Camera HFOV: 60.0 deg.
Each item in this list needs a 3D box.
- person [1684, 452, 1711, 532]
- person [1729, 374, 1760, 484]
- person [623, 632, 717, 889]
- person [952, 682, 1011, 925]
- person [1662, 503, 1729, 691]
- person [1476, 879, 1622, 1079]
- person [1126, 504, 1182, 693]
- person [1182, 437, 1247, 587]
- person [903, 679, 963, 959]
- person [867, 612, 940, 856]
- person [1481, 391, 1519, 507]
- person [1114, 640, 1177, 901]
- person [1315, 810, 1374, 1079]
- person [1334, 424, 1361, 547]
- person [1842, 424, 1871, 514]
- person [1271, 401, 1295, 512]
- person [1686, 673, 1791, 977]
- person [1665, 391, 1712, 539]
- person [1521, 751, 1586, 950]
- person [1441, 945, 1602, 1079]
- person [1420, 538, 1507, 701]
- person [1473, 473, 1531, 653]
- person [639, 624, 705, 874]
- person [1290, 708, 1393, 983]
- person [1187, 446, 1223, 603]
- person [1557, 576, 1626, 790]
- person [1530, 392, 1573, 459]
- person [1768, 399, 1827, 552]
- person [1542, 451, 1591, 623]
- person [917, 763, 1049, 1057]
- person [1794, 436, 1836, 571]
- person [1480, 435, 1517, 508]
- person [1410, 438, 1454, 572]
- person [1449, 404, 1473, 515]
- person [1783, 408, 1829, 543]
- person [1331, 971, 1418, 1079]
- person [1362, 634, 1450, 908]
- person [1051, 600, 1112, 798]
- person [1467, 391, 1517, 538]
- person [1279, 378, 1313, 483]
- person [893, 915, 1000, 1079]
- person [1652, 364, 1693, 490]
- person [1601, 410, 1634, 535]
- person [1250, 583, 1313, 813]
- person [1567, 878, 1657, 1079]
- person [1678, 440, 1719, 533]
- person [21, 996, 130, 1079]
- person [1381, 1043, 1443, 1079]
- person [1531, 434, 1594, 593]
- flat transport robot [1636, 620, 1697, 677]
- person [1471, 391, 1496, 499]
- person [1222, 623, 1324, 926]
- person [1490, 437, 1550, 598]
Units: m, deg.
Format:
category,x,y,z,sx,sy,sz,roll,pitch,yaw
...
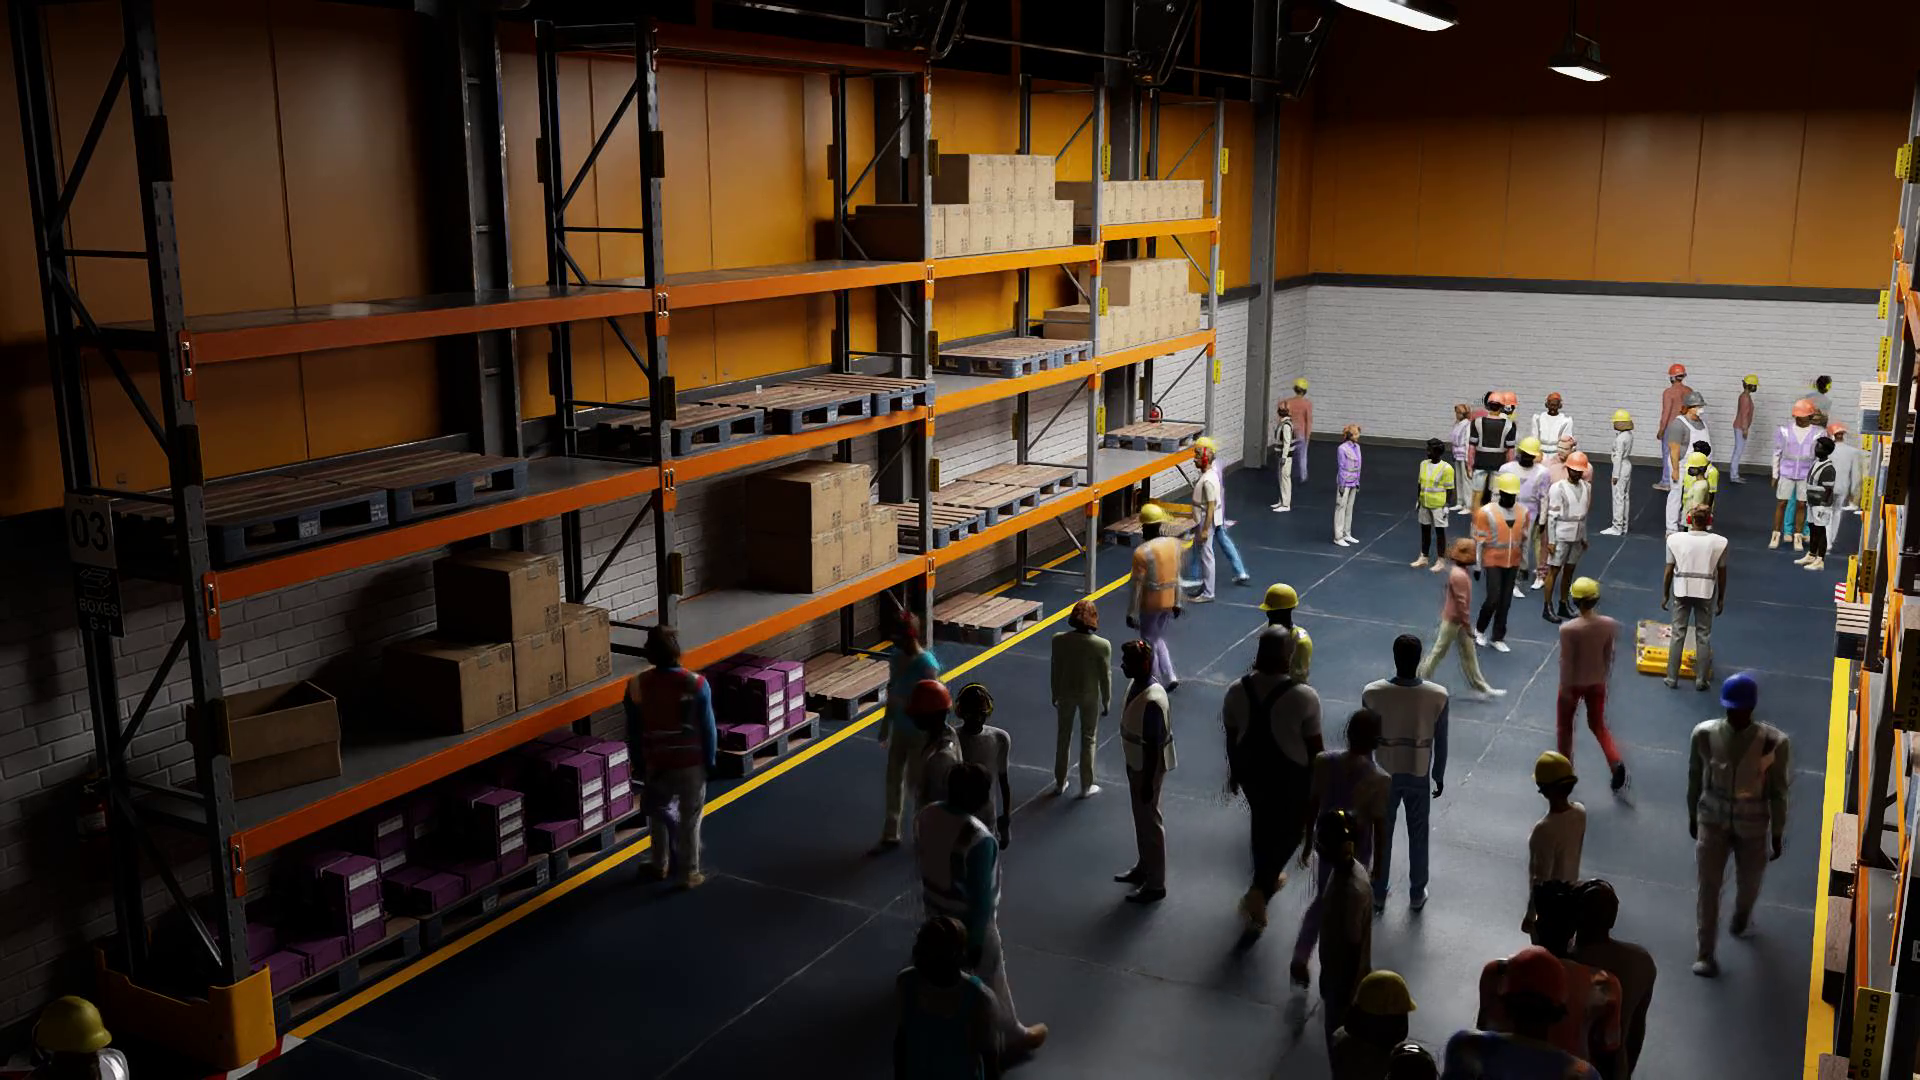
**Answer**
category,x,y,z,sx,sy,sz,roll,pitch,yaw
person,8.586,-0.157,19.459,0.339,1.761,0.524,6,14,26
person,12.622,-1.789,26.762,0.340,1.761,0.525,5,14,21
person,-2.023,1.555,11.702,0.648,1.846,0.432,2,13,8
person,0.072,1.792,10.502,0.511,1.860,0.333,-1,13,-5
person,7.086,0.556,16.075,0.564,1.839,0.390,5,14,22
person,2.578,2.435,7.372,0.613,1.964,0.361,3,13,11
person,1.818,0.597,15.715,0.625,1.910,0.415,-10,16,-38
person,3.087,-0.335,20.037,0.827,1.871,0.721,2,13,8
person,-0.158,1.790,10.356,0.387,1.929,0.547,0,13,-2
person,-0.371,1.419,12.278,0.703,1.811,0.605,-8,15,-31
person,7.483,-1.070,23.030,0.407,1.986,0.616,-3,13,-13
person,1.290,1.577,11.523,0.395,1.836,0.561,-2,13,-7
person,1.923,2.248,8.460,0.324,1.861,0.517,1,13,6
person,5.208,-0.743,22.334,0.308,1.643,0.511,10,16,37
person,13.242,-1.196,24.384,0.284,1.633,0.500,-1,13,-6
person,4.784,-1.236,24.549,0.307,1.640,0.518,1,13,7
person,4.935,1.743,10.581,0.599,1.925,0.866,7,15,30
person,9.926,-1.001,22.591,0.683,2.000,0.538,-9,15,-35
person,3.365,2.062,9.509,0.526,1.762,0.335,-12,17,-43
person,2.195,2.586,6.637,0.626,2.012,0.798,6,14,24
person,4.732,0.771,15.651,0.857,1.592,0.497,5,14,23
person,5.668,0.235,17.361,0.585,1.912,0.409,-3,13,-13
person,-2.078,1.512,11.855,0.470,1.822,0.583,0,13,1
person,2.316,1.909,10.085,0.565,1.814,0.532,11,16,40
person,2.870,-0.182,19.361,0.372,1.843,0.570,1,13,5
person,5.124,1.174,13.538,0.524,1.742,0.711,-2,13,-10
person,8.404,-1.169,23.714,0.575,1.880,0.360,7,14,29
person,11.050,-0.856,21.958,0.609,2.034,0.404,6,14,26
person,6.788,-0.039,18.523,0.547,1.934,0.376,-5,14,-23
person,0.081,2.086,9.292,0.825,1.803,0.630,-9,16,-36
person,10.818,-0.465,20.961,0.318,1.700,0.536,1,13,6
person,7.456,-0.965,23.136,0.505,1.729,0.373,8,15,32
person,5.938,-0.443,20.870,0.318,1.694,0.540,-8,15,-32
person,7.369,-1.189,24.386,0.332,1.627,0.523,-1,13,-6
person,11.418,-0.866,22.428,0.517,1.843,0.325,2,13,8
person,1.727,2.629,7.036,0.329,1.735,0.489,-4,13,-16
person,3.009,1.578,11.326,0.588,1.917,0.392,2,13,10
person,0.971,1.271,13.364,0.503,1.623,0.298,4,13,18
person,7.239,-1.014,22.688,0.612,2.029,0.407,4,13,18
person,5.343,-1.704,26.463,0.525,1.733,0.904,8,15,31
person,-0.071,2.505,7.342,0.507,1.842,0.351,6,14,26
person,11.220,-1.780,26.179,0.624,1.992,0.390,-6,14,-26
person,9.107,-0.935,22.991,0.320,1.738,0.483,10,16,37
person,2.455,1.264,12.737,0.396,1.919,0.582,-5,14,-22
person,2.775,2.430,7.461,0.630,1.940,0.370,-5,14,-21
person,9.196,-0.414,20.755,0.320,1.694,0.534,-5,14,-21
person,-3.501,2.668,6.653,0.403,1.825,0.591,5,14,22
person,1.655,2.756,6.233,0.504,1.840,0.340,1,13,5
person,7.169,-0.317,19.846,0.636,1.903,0.404,7,14,29
flat transport robot,7.343,1.104,17.163,0.652,0.197,1.431,5,14,22
person,8.003,-1.428,25.315,0.409,1.676,0.558,-5,13,-20
person,2.078,1.546,11.189,0.691,2.000,0.845,10,16,39
person,6.593,-0.285,19.709,0.701,1.897,0.556,6,14,25
